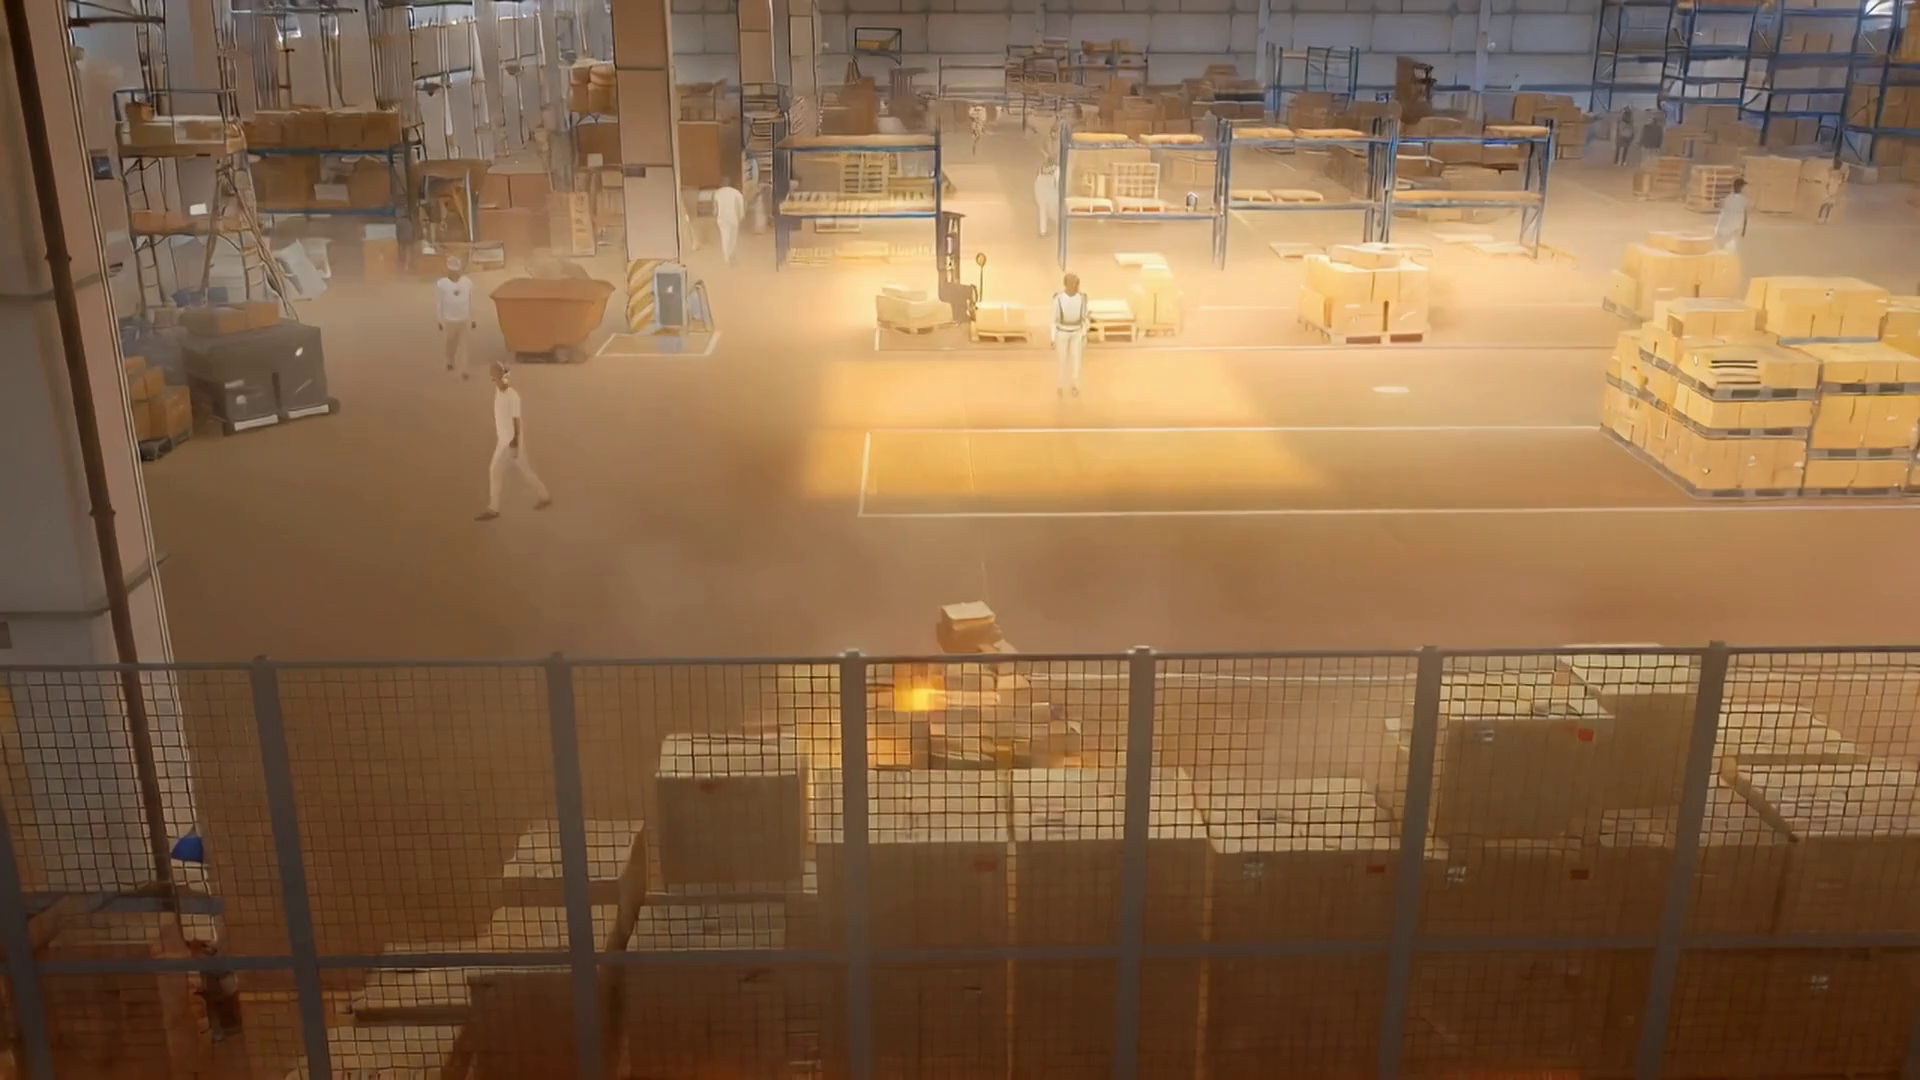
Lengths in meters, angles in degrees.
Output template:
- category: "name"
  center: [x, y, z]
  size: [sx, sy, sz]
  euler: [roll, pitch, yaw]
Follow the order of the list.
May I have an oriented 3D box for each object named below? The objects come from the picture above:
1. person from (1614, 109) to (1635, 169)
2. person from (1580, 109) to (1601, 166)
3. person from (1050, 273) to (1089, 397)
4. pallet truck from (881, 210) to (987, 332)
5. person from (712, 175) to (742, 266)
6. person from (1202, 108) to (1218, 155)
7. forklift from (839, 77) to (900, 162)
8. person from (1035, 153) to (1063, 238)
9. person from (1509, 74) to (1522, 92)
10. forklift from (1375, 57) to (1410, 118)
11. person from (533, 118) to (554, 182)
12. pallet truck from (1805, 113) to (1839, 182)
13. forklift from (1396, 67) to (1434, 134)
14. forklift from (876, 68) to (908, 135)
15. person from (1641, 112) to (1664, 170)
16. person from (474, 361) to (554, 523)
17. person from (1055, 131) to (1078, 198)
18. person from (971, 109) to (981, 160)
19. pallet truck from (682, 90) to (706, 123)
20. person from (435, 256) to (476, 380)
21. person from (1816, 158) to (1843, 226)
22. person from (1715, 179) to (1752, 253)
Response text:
- category: "person"
  center: [21.585, -13.056, 54.103]
  size: [0.594, 1.913, 0.384]
  euler: [-1, 19, -3]
- category: "person"
  center: [20.820, -13.291, 54.934]
  size: [0.602, 1.818, 0.639]
  euler: [2, 19, 5]
- category: "person"
  center: [1.602, -2.993, 24.351]
  size: [0.582, 1.853, 0.490]
  euler: [-2, 19, -7]
- category: "pallet truck"
  center: [-0.493, -4.759, 29.349]
  size: [1.885, 1.965, 0.823]
  euler: [-13, 23, -34]
- category: "person"
  center: [-4.989, -6.869, 35.718]
  size: [0.652, 1.918, 0.670]
  euler: [-2, 19, -4]
- category: "person"
  center: [8.046, -12.975, 53.816]
  size: [0.638, 1.937, 0.356]
  euler: [-12, 22, -31]
- category: "forklift"
  center: [-2.996, -13.906, 55.124]
  size: [1.873, 2.768, 1.129]
  euler: [4, 19, 11]
- category: "person"
  center: [2.133, -8.234, 39.591]
  size: [0.720, 2.000, 0.697]
  euler: [8, 20, 23]
- category: "person"
  center: [24.616, -19.694, 73.813]
  size: [0.558, 1.886, 0.712]
  euler: [-1, 19, -2]
- category: "forklift"
  center: [18.203, -18.491, 68.726]
  size: [1.873, 2.768, 1.129]
  euler: [-1, 19, -1]
- category: "person"
  center: [-12.691, -11.885, 50.682]
  size: [0.589, 1.875, 0.993]
  euler: [-9, 20, -24]
- category: "pallet truck"
  center: [26.403, -11.957, 50.702]
  size: [0.823, 1.965, 1.885]
  euler: [6, 19, 16]
- category: "forklift"
  center: [16.949, -16.123, 61.702]
  size: [1.129, 2.768, 1.873]
  euler: [-1, 19, -2]
- category: "forklift"
  center: [-2.271, -15.727, 60.526]
  size: [1.873, 2.768, 1.129]
  euler: [-10, 21, -28]
- category: "person"
  center: [21.477, -12.266, 51.649]
  size: [0.629, 1.975, 0.614]
  euler: [14, 23, 35]
- category: "person"
  center: [-5.094, -1.140, 18.886]
  size: [0.951, 1.832, 0.536]
  euler: [-17, 25, -40]
- category: "person"
  center: [2.939, -10.324, 45.979]
  size: [0.647, 1.924, 0.657]
  euler: [-1, 19, -3]
- category: "person"
  center: [0.557, -13.895, 56.915]
  size: [0.317, 1.695, 0.540]
  euler: [6, 19, 17]
- category: "pallet truck"
  center: [-9.671, -15.907, 62.421]
  size: [0.823, 1.965, 1.885]
  euler: [5, 19, 15]
- category: "person"
  center: [-7.735, -3.430, 25.546]
  size: [0.584, 1.908, 0.562]
  euler: [-10, 21, -27]
- category: "person"
  center: [21.699, -8.660, 41.415]
  size: [0.533, 1.686, 0.335]
  euler: [-8, 20, -21]
- category: "person"
  center: [16.207, -6.564, 34.799]
  size: [0.612, 1.940, 0.871]
  euler: [-2, 19, -7]
